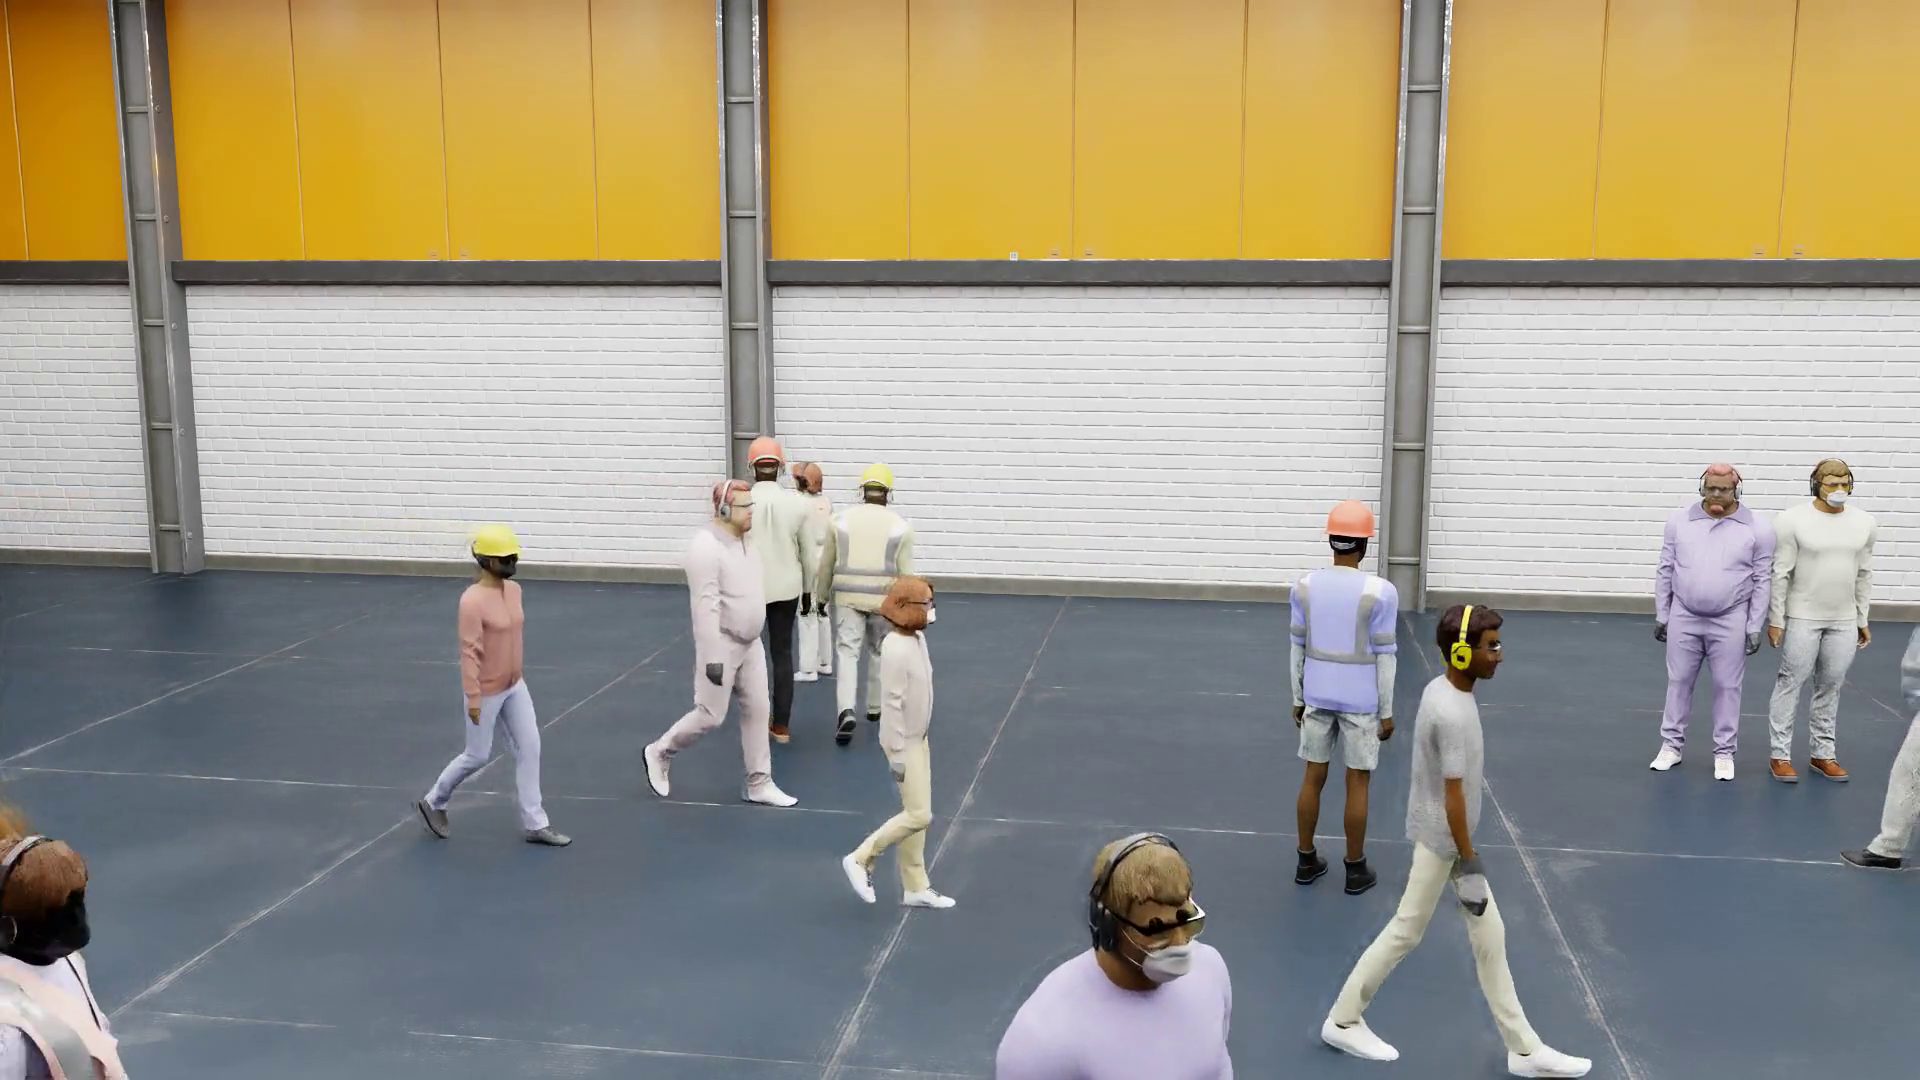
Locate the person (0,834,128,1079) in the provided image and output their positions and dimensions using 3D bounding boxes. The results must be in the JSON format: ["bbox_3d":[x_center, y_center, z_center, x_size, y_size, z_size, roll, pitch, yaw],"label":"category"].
[{"bbox_3d":[-2.015,1.519,3.853,0.878,1.792,0.651,-5,11,-29],"label":"person"}]

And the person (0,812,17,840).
[{"bbox_3d":[-4.812,0.796,7.745,1.027,1.999,0.621,-4,10,-24],"label":"person"}]

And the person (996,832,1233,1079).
[{"bbox_3d":[0.315,1.513,3.538,0.514,1.921,0.632,8,12,41],"label":"person"}]

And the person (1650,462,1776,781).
[{"bbox_3d":[4.486,0.478,9.966,0.642,1.907,0.410,6,11,33],"label":"person"}]

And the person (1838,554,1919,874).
[{"bbox_3d":[4.940,0.812,8.215,0.866,1.803,0.594,5,11,30],"label":"person"}]

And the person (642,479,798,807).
[{"bbox_3d":[-1.366,0.583,9.398,0.832,1.882,0.640,4,10,24],"label":"person"}]

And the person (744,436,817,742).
[{"bbox_3d":[-1.258,0.320,10.744,0.677,1.968,0.485,-3,10,-17],"label":"person"}]

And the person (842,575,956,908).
[{"bbox_3d":[-0.270,0.960,7.840,0.435,1.621,0.514,2,9,13],"label":"person"}]

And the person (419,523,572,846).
[{"bbox_3d":[-2.491,0.757,8.754,0.809,1.732,0.538,3,10,19],"label":"person"}]

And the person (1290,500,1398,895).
[{"bbox_3d":[1.878,0.764,8.149,0.541,1.930,0.386,7,12,37],"label":"person"}]

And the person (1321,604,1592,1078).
[{"bbox_3d":[1.844,1.131,6.223,0.998,1.817,0.547,4,10,21],"label":"person"}]

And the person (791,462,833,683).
[{"bbox_3d":[-1.113,0.235,12.275,0.331,1.634,0.539,4,10,24],"label":"person"}]

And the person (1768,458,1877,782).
[{"bbox_3d":[5.099,0.476,9.872,0.635,1.938,0.359,-1,9,-3],"label":"person"}]

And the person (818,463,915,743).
[{"bbox_3d":[-0.621,0.406,10.807,0.654,1.789,0.853,0,9,3],"label":"person"}]
